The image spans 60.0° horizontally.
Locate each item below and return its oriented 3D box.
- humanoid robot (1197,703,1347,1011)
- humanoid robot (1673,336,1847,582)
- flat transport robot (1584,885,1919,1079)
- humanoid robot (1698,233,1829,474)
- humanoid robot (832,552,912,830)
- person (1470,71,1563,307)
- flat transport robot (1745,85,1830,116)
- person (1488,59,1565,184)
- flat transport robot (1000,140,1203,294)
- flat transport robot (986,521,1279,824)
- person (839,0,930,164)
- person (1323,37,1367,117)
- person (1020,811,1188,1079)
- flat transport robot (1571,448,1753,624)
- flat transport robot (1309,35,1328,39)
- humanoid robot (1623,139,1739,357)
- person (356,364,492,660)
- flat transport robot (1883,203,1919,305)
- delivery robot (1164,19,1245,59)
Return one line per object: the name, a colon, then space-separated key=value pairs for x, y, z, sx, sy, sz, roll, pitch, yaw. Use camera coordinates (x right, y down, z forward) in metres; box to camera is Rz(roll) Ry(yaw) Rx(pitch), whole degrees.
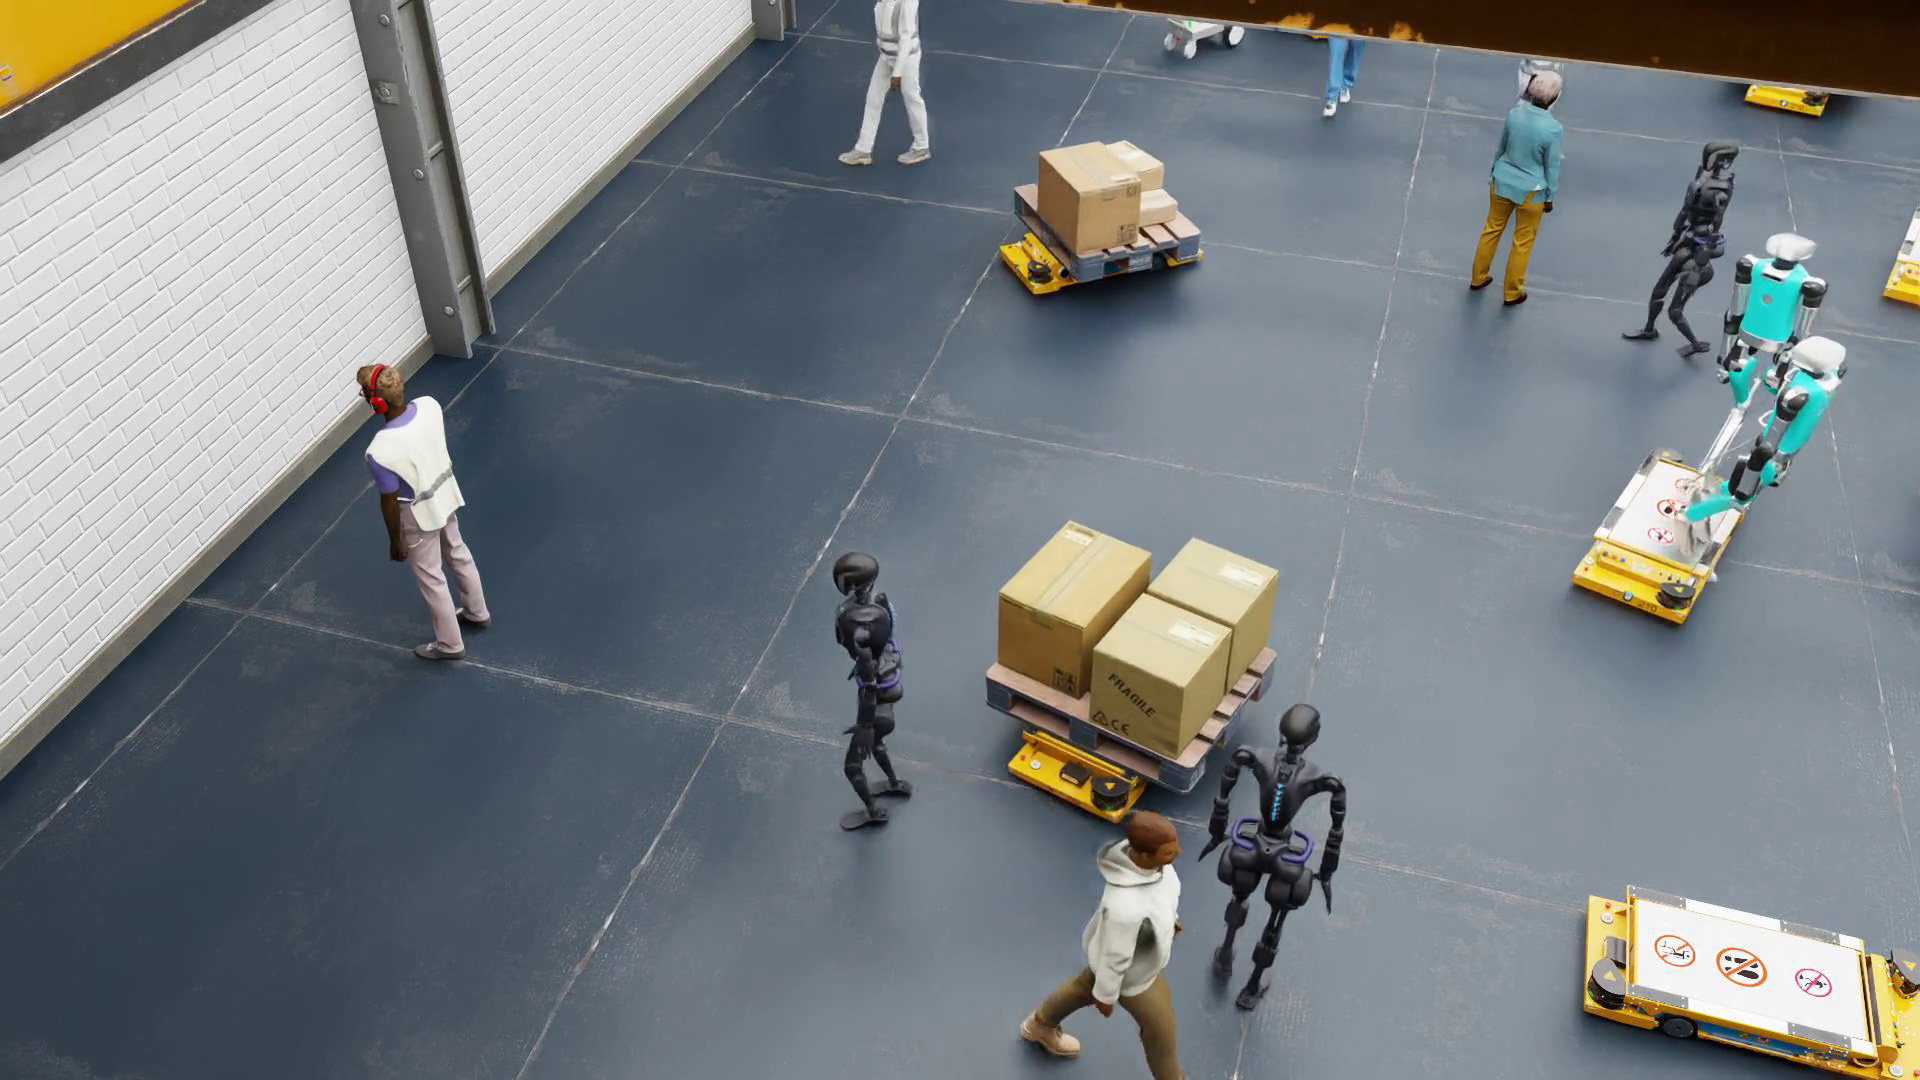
humanoid robot: x=1.329 y=1.375 z=7.172 sx=0.609 sy=1.638 sz=0.391 roll=14 pitch=41 yaw=17
humanoid robot: x=4.376 y=-0.421 z=9.361 sx=0.536 sy=1.798 sz=0.687 roll=-29 pitch=47 yaw=-31
flat transport robot: x=3.583 y=2.009 z=7.506 sx=1.431 sy=0.231 sz=0.659 roll=11 pitch=40 yaw=14
humanoid robot: x=5.015 y=-1.126 z=10.256 sx=0.884 sy=1.785 sz=0.565 roll=-27 pitch=46 yaw=-30
humanoid robot: x=-0.434 y=0.706 z=8.007 sx=0.314 sy=1.637 sz=0.616 roll=-3 pitch=39 yaw=-4
person: x=4.041 y=-2.521 z=11.963 sx=0.343 sy=1.748 sz=0.529 roll=-27 pitch=46 yaw=-30
flat transport robot: x=7.753 y=-4.324 z=15.382 sx=0.659 sy=0.231 sz=1.431 roll=20 pitch=43 yaw=23
person: x=4.677 y=-3.600 z=13.358 sx=0.468 sy=1.680 sz=0.533 roll=12 pitch=40 yaw=14
flat transport robot: x=1.087 y=-2.246 z=12.798 sx=1.431 sy=0.231 sz=0.659 roll=-14 pitch=41 yaw=-17
flat transport robot: x=0.911 y=0.889 z=8.898 sx=0.659 sy=0.231 sz=1.431 roll=23 pitch=44 yaw=26
person: x=-0.622 y=-3.902 z=13.599 sx=0.878 sy=1.854 sz=0.579 roll=-22 pitch=44 yaw=-25
person: x=3.447 y=-4.561 z=14.535 sx=0.513 sy=1.689 sz=0.809 roll=7 pitch=39 yaw=8
person: x=0.667 y=1.683 z=6.749 sx=0.919 sy=1.725 sz=0.520 roll=8 pitch=40 yaw=10
flat transport robot: x=4.285 y=-0.054 z=10.071 sx=0.659 sy=0.231 sz=1.431 roll=24 pitch=45 yaw=27
flat transport robot: x=3.596 y=-5.402 z=16.723 sx=0.659 sy=0.231 sz=1.431 roll=-8 pitch=40 yaw=-10
humanoid robot: x=5.049 y=-1.973 z=11.363 sx=0.501 sy=1.650 sz=0.589 roll=0 pitch=39 yaw=0
person: x=-2.865 y=-0.140 z=8.931 sx=0.387 sy=1.836 sz=0.559 roll=11 pitch=40 yaw=14
flat transport robot: x=7.530 y=-2.148 z=12.676 sx=0.659 sy=0.231 sz=1.431 roll=22 pitch=44 yaw=25
delivery robot: x=2.358 y=-5.000 z=16.008 sx=0.788 sy=0.610 sz=0.499 roll=-27 pitch=46 yaw=-29
